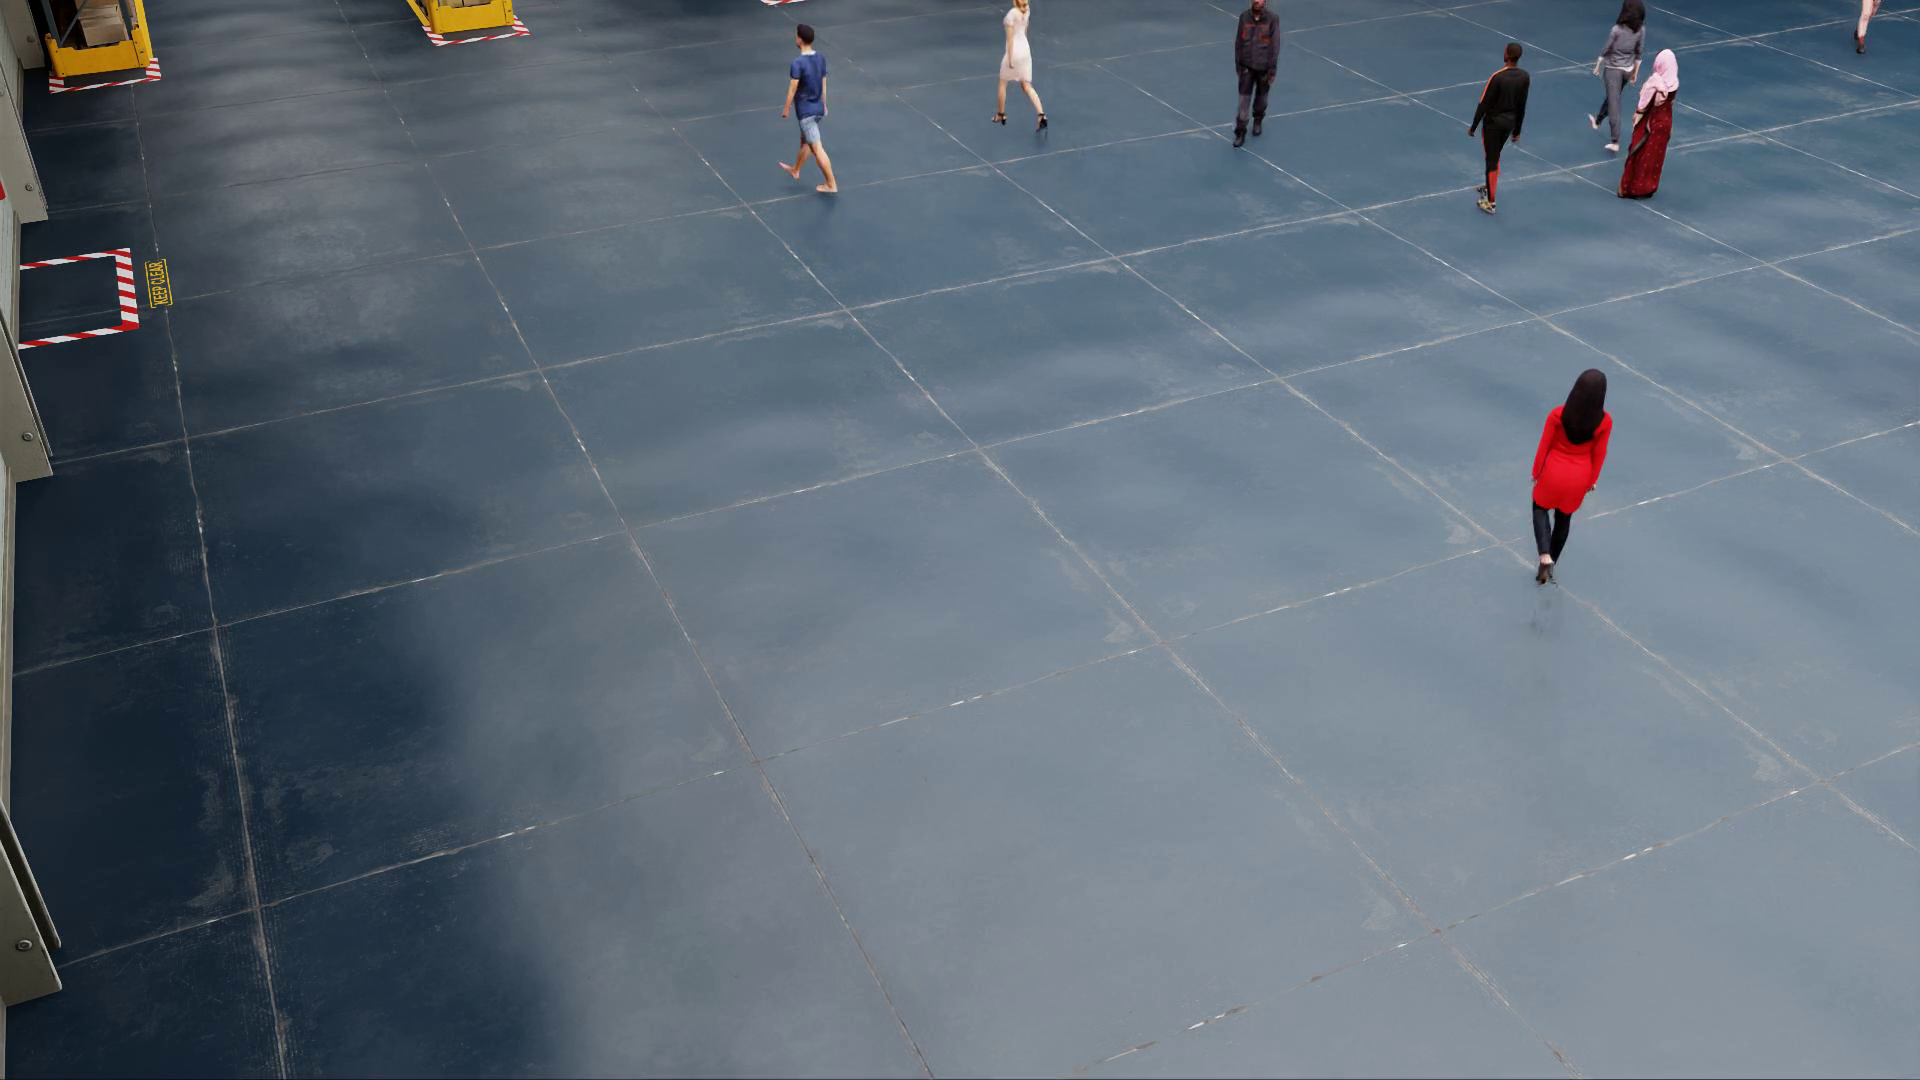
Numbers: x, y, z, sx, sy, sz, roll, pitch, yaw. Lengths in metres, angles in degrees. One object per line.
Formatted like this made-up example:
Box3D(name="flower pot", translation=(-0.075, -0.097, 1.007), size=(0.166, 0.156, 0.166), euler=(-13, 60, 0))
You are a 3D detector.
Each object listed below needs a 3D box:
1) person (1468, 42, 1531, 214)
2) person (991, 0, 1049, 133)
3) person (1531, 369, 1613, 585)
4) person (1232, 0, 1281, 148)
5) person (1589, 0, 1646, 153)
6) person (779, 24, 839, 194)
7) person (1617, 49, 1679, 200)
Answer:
Box3D(name="person", translation=(5.840, -4.398, 17.860), size=(0.703, 1.786, 0.854), euler=(-10, 34, -15))
Box3D(name="person", translation=(0.765, -5.755, 19.941), size=(0.806, 1.792, 1.186), euler=(-26, 41, -34))
Box3D(name="person", translation=(4.272, -0.383, 11.733), size=(0.828, 1.736, 0.902), euler=(6, 33, 9))
Box3D(name="person", translation=(3.558, -5.679, 19.814), size=(1.179, 1.803, 1.273), euler=(10, 34, 15))
Box3D(name="person", translation=(7.747, -5.406, 19.481), size=(0.820, 1.709, 1.242), euler=(-5, 33, -8))
Box3D(name="person", translation=(-1.591, -4.688, 18.297), size=(1.226, 1.797, 0.996), euler=(22, 39, 30))
Box3D(name="person", translation=(7.613, -4.561, 18.252), size=(0.697, 1.632, 0.630), euler=(-11, 35, -17))
